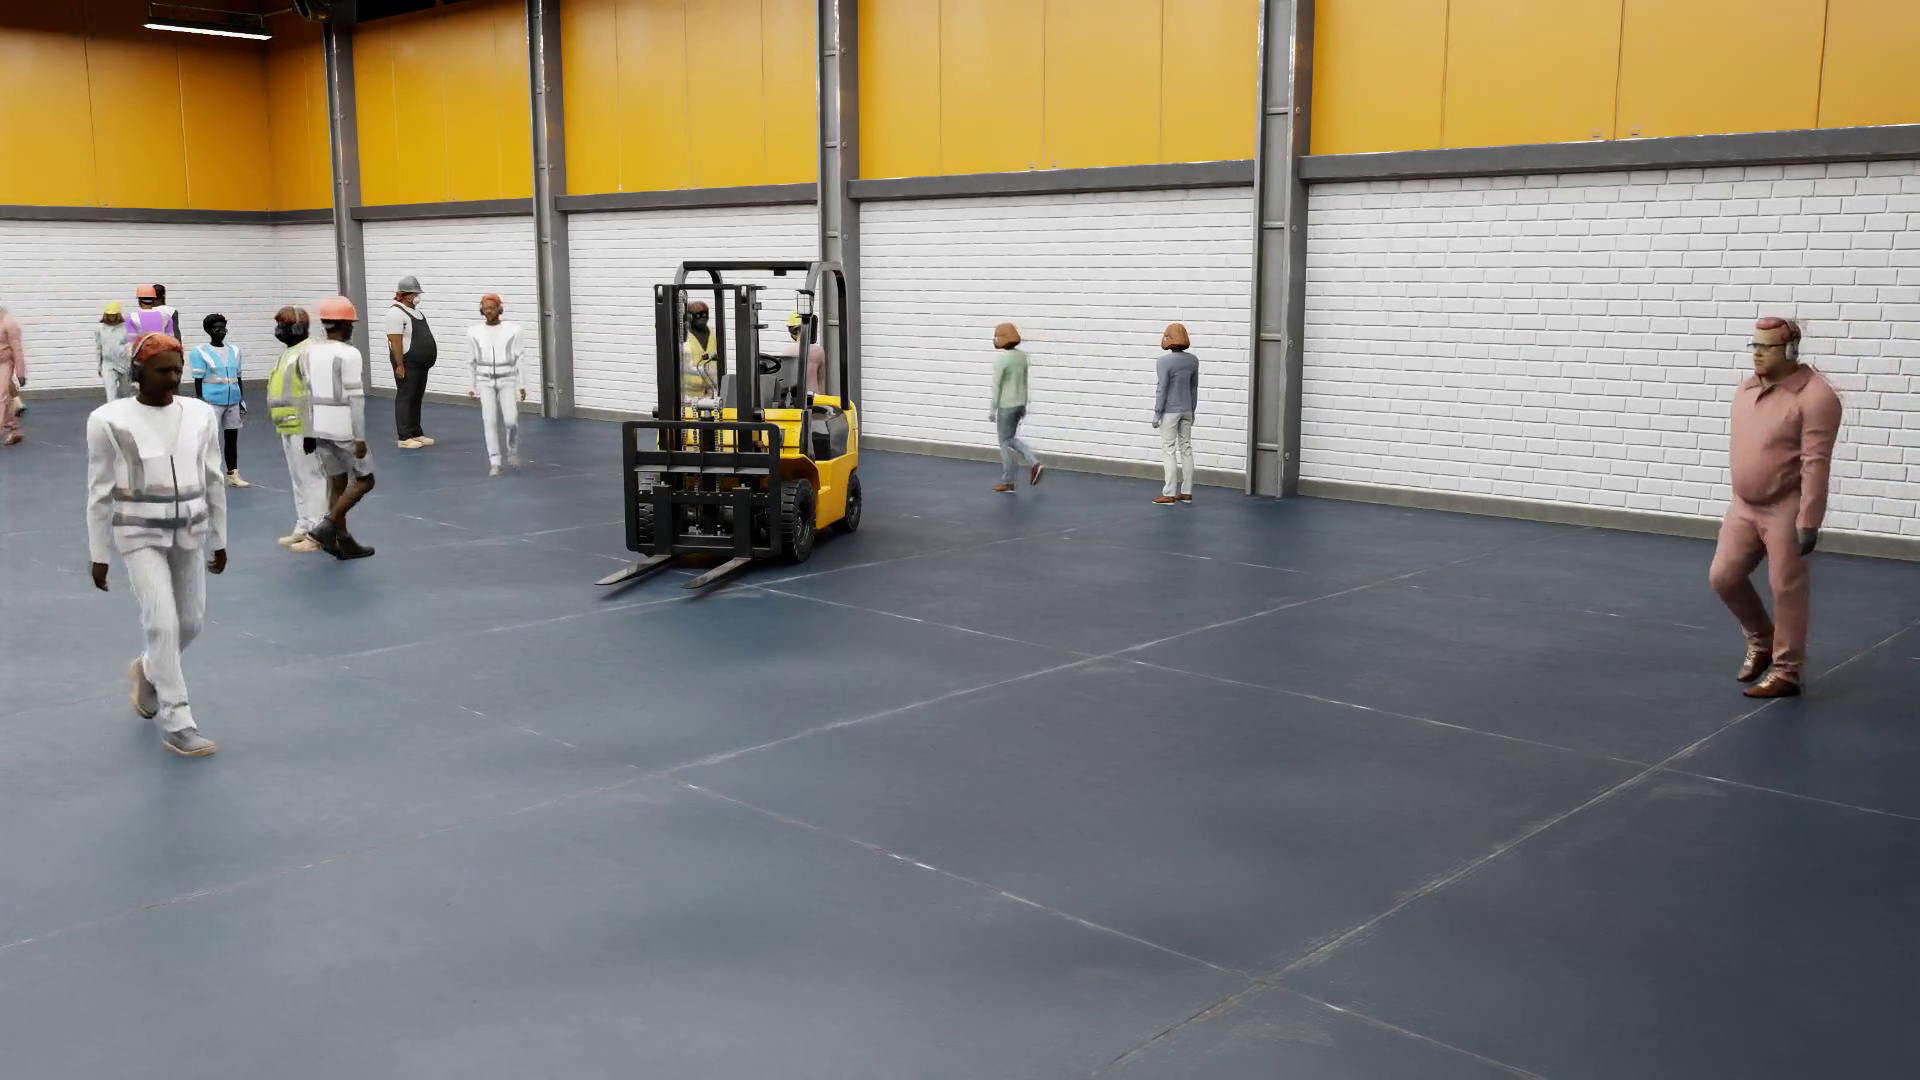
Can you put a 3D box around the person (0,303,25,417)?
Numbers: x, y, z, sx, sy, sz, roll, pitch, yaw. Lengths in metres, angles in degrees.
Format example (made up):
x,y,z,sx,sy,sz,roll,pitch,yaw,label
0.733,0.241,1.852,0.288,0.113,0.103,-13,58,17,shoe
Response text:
x,y,z,sx,sy,sz,roll,pitch,yaw,label
-13.849,-2.748,23.801,0.995,2.006,0.608,5,11,28,person

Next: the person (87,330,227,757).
x,y,z,sx,sy,sz,roll,pitch,yaw,label
-3.586,-0.005,7.410,0.819,1.861,0.594,7,12,37,person

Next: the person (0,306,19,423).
x,y,z,sx,sy,sz,roll,pitch,yaw,label
-13.362,-2.575,22.917,0.630,1.940,0.371,0,9,2,person

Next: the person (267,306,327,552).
x,y,z,sx,sy,sz,roll,pitch,yaw,label
-4.985,-0.835,12.549,0.429,1.841,0.642,-7,11,-36,person

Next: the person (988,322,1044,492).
x,y,z,sx,sy,sz,roll,pitch,yaw,label
0.514,-1.250,15.769,0.431,1.616,0.496,6,11,33,person

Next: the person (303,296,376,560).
x,y,z,sx,sy,sz,roll,pitch,yaw,label
-4.494,-0.789,12.002,0.565,1.922,0.506,5,11,30,person

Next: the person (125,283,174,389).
x,y,z,sx,sy,sz,roll,pitch,yaw,label
-10.021,-2.198,20.604,0.552,1.936,0.362,-8,12,-40,person

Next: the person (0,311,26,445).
x,y,z,sx,sy,sz,roll,pitch,yaw,label
-11.434,-2.005,19.693,0.647,1.858,1.003,1,9,8,person

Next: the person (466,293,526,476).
x,y,z,sx,sy,sz,roll,pitch,yaw,label
-4.765,-1.589,17.079,0.592,1.871,0.438,-1,9,-9,person

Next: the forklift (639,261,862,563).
x,y,z,sx,sy,sz,roll,pitch,yaw,label
-1.552,-1.040,12.721,1.214,2.155,2.313,2,9,11,forklift

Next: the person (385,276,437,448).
x,y,z,sx,sy,sz,roll,pitch,yaw,label
-6.503,-2.121,19.817,0.537,2.000,0.689,1,9,5,person

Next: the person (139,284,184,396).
x,y,z,sx,sy,sz,roll,pitch,yaw,label
-11.161,-2.609,23.223,0.600,1.906,0.389,1,9,8,person

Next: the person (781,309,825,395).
x,y,z,sx,sy,sz,roll,pitch,yaw,label
-1.417,-1.177,14.872,0.319,1.767,0.534,7,12,37,person

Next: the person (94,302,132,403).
x,y,z,sx,sy,sz,roll,pitch,yaw,label
-11.245,-2.331,22.187,0.491,1.686,0.921,-4,10,-23,person

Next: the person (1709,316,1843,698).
x,y,z,sx,sy,sz,roll,pitch,yaw,label
4.000,-0.151,8.194,0.424,1.892,0.663,-3,10,-20,person

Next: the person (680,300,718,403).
x,y,z,sx,sy,sz,roll,pitch,yaw,label
-2.673,-1.521,16.847,0.635,1.814,0.849,-6,11,-32,person

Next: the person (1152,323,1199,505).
x,y,z,sx,sy,sz,roll,pitch,yaw,label
1.940,-1.134,15.006,0.507,1.632,0.272,-7,12,-37,person

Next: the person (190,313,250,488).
x,y,z,sx,sy,sz,roll,pitch,yaw,label
-7.096,-1.320,15.958,0.318,1.697,0.533,6,11,32,person
